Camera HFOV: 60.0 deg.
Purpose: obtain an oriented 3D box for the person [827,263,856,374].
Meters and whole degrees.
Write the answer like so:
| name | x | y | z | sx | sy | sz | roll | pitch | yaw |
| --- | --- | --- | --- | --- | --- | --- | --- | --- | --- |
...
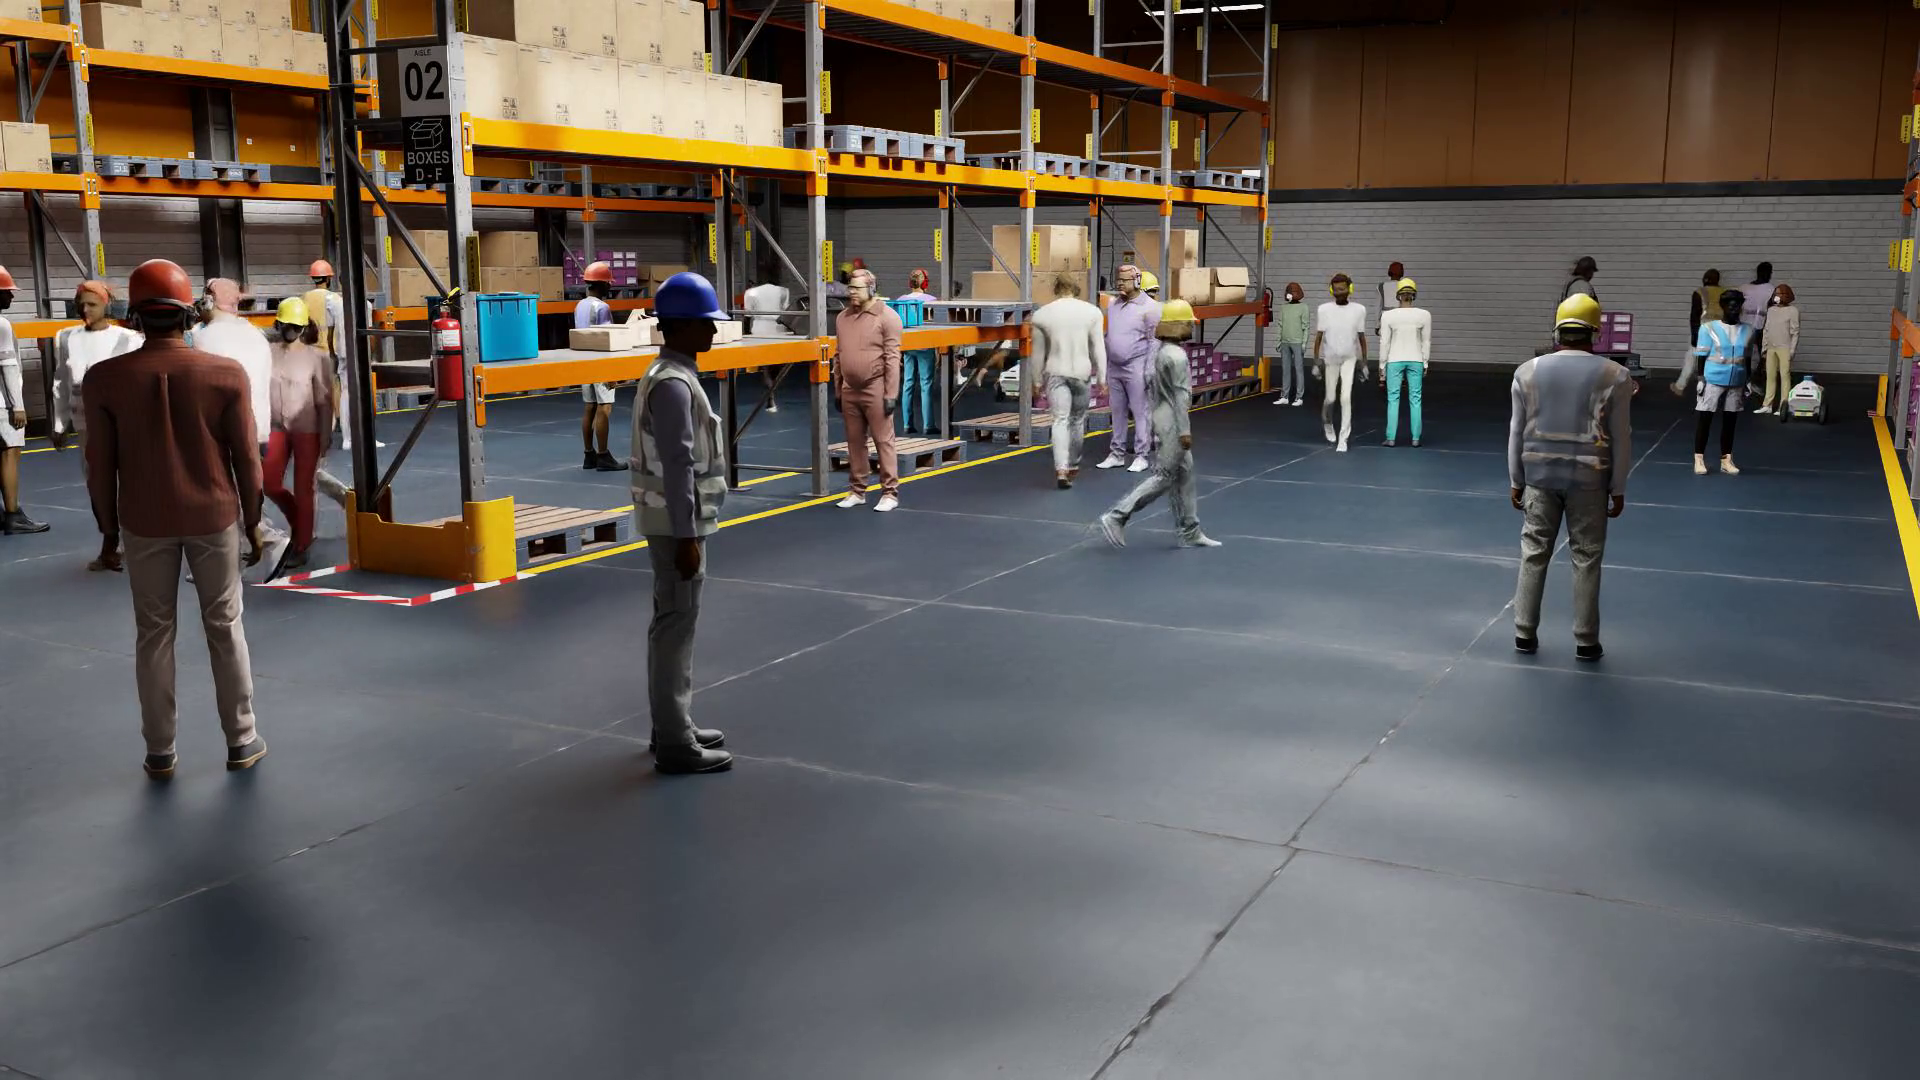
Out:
| name | x | y | z | sx | sy | sz | roll | pitch | yaw |
| --- | --- | --- | --- | --- | --- | --- | --- | --- | --- |
| person | -1.949 | -3.659 | 27.594 | 0.643 | 1.853 | 1.008 | -2 | 10 | -12 |

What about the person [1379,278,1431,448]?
| name | x | y | z | sx | sy | sz | roll | pitch | yaw |
| --- | --- | --- | --- | --- | --- | --- | --- | --- | --- |
| person | 4.623 | -1.834 | 17.310 | 0.522 | 1.761 | 0.322 | 1 | 10 | 5 |

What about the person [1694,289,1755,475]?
| name | x | y | z | sx | sy | sz | roll | pitch | yaw |
| --- | --- | --- | --- | --- | --- | --- | --- | --- | --- |
| person | 6.971 | -1.433 | 15.181 | 0.533 | 1.692 | 0.319 | 0 | 10 | -1 |

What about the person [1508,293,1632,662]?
| name | x | y | z | sx | sy | sz | roll | pitch | yaw |
| --- | --- | --- | --- | --- | --- | --- | --- | --- | --- |
| person | 3.038 | -0.310 | 8.314 | 0.591 | 1.823 | 0.405 | 7 | 12 | 33 |

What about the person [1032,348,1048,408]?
| name | x | y | z | sx | sy | sz | roll | pitch | yaw |
| --- | --- | --- | --- | --- | --- | --- | --- | --- | --- |
| person | 1.128 | -2.602 | 21.244 | 0.371 | 1.933 | 0.553 | 8 | 13 | 40 |

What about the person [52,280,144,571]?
| name | x | y | z | sx | sy | sz | roll | pitch | yaw |
| --- | --- | --- | --- | --- | --- | --- | --- | --- | --- |
| person | -5.550 | -0.766 | 10.865 | 0.581 | 1.857 | 0.810 | 1 | 10 | 5 |

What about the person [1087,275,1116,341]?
| name | x | y | z | sx | sy | sz | roll | pitch | yaw |
| --- | --- | --- | --- | --- | --- | --- | --- | --- | --- |
| person | 2.206 | -3.321 | 26.135 | 0.539 | 1.679 | 0.630 | 2 | 10 | 10 |

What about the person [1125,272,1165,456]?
| name | x | y | z | sx | sy | sz | roll | pitch | yaw |
| --- | --- | --- | --- | --- | --- | --- | --- | --- | --- |
| person | 1.855 | -1.751 | 16.608 | 0.404 | 1.835 | 0.587 | 9 | 13 | 42 |

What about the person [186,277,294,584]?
| name | x | y | z | sx | sy | sz | roll | pitch | yaw |
| --- | --- | --- | --- | --- | --- | --- | --- | --- | --- |
| person | -4.386 | -0.643 | 10.076 | 0.676 | 1.879 | 0.658 | 2 | 10 | 11 |

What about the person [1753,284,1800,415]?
| name | x | y | z | sx | sy | sz | roll | pitch | yaw |
| --- | --- | --- | --- | --- | --- | --- | --- | --- | --- |
| person | 10.242 | -2.375 | 20.800 | 0.285 | 1.634 | 0.499 | -4 | 10 | -21 |

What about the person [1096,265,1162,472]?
| name | x | y | z | sx | sy | sz | roll | pitch | yaw |
| --- | --- | --- | --- | --- | --- | --- | --- | --- | --- |
| person | 1.554 | -1.587 | 15.444 | 0.406 | 1.911 | 0.639 | -9 | 13 | -43 |

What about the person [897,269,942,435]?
| name | x | y | z | sx | sy | sz | roll | pitch | yaw |
| --- | --- | --- | --- | --- | --- | --- | --- | --- | --- |
| person | -0.464 | -2.089 | 18.542 | 0.565 | 1.842 | 0.390 | 5 | 11 | 27 |

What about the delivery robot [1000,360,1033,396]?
| name | x | y | z | sx | sy | sz | roll | pitch | yaw |
| --- | --- | --- | --- | --- | --- | --- | --- | --- | --- |
| delivery robot | 0.831 | -2.209 | 22.688 | 0.477 | 0.478 | 0.707 | 5 | 11 | 26 |

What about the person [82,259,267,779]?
| name | x | y | z | sx | sy | sz | roll | pitch | yaw |
| --- | --- | --- | --- | --- | --- | --- | --- | --- | --- |
| person | -3.010 | -0.074 | 6.427 | 0.613 | 1.997 | 0.374 | -4 | 10 | -20 |

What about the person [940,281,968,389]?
| name | x | y | z | sx | sy | sz | roll | pitch | yaw |
| --- | --- | --- | --- | --- | --- | --- | --- | --- | --- |
| person | -0.051 | -3.054 | 24.825 | 0.534 | 1.597 | 0.803 | 7 | 12 | 36 |

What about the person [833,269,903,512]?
| name | x | y | z | sx | sy | sz | roll | pitch | yaw |
| --- | --- | --- | --- | --- | --- | --- | --- | --- | --- |
| person | -0.750 | -1.171 | 13.081 | 0.637 | 1.899 | 0.395 | 7 | 12 | 35 |

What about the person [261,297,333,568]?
| name | x | y | z | sx | sy | sz | roll | pitch | yaw |
| --- | --- | --- | --- | --- | --- | --- | --- | --- | --- |
| person | -4.297 | -0.697 | 10.742 | 0.556 | 1.742 | 0.456 | 0 | 10 | 3 |

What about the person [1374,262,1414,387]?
| name | x | y | z | sx | sy | sz | roll | pitch | yaw |
| --- | --- | --- | --- | --- | --- | --- | --- | --- | --- |
| person | 6.564 | -3.253 | 25.161 | 0.584 | 1.882 | 0.347 | 5 | 11 | 29 |

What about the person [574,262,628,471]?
| name | x | y | z | sx | sy | sz | roll | pitch | yaw |
| --- | --- | --- | --- | --- | --- | --- | --- | --- | --- |
| person | -3.344 | -1.607 | 15.473 | 0.358 | 1.936 | 0.552 | -8 | 13 | -40 |

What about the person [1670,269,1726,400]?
| name | x | y | z | sx | sy | sz | roll | pitch | yaw |
| --- | --- | --- | --- | --- | --- | --- | --- | --- | --- |
| person | 10.376 | -2.861 | 23.172 | 0.647 | 1.786 | 0.977 | -2 | 10 | -12 |

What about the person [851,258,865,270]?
| name | x | y | z | sx | sy | sz | roll | pitch | yaw |
| --- | --- | --- | --- | --- | --- | --- | --- | --- | --- |
| person | -1.810 | -3.950 | 29.095 | 0.650 | 1.925 | 1.085 | 5 | 11 | 25 |

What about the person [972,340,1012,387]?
| name | x | y | z | sx | sy | sz | roll | pitch | yaw |
| --- | --- | --- | --- | --- | --- | --- | --- | --- | --- |
| person | 0.512 | -3.167 | 24.336 | 0.745 | 2.008 | 0.706 | -4 | 11 | -24 |

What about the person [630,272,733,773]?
| name | x | y | z | sx | sy | sz | roll | pitch | yaw |
| --- | --- | --- | --- | --- | --- | --- | --- | --- | --- |
| person | -1.086 | -0.070 | 6.546 | 0.405 | 1.946 | 0.610 | -2 | 10 | -11 |

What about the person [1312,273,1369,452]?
| name | x | y | z | sx | sy | sz | roll | pitch | yaw |
| --- | --- | --- | --- | --- | --- | --- | --- | --- | --- |
| person | 3.937 | -1.844 | 17.195 | 0.577 | 1.832 | 0.809 | 2 | 10 | 14 |

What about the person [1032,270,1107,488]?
| name | x | y | z | sx | sy | sz | roll | pitch | yaw |
| --- | --- | --- | --- | --- | --- | --- | --- | --- | --- |
| person | 0.945 | -1.413 | 14.529 | 0.646 | 1.887 | 1.031 | 0 | 10 | 2 |

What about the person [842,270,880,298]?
| name | x | y | z | sx | sy | sz | roll | pitch | yaw |
| --- | --- | --- | --- | --- | --- | --- | --- | --- | --- |
| person | -1.287 | -2.615 | 21.724 | 0.642 | 1.816 | 0.830 | 6 | 12 | 32 |

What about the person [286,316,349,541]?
| name | x | y | z | sx | sy | sz | roll | pitch | yaw |
| --- | --- | --- | --- | --- | --- | --- | --- | --- | --- |
| person | -4.526 | -0.796 | 11.747 | 0.528 | 1.613 | 0.646 | 8 | 13 | 38 |

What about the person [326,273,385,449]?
| name | x | y | z | sx | sy | sz | roll | pitch | yaw |
| --- | --- | --- | --- | --- | --- | --- | --- | --- | --- |
| person | -6.252 | -1.858 | 17.146 | 0.513 | 1.865 | 0.329 | 1 | 10 | 6 |

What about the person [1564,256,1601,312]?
| name | x | y | z | sx | sy | sz | roll | pitch | yaw |
| --- | --- | --- | --- | --- | --- | --- | --- | --- | --- |
| person | 9.061 | -3.229 | 24.571 | 0.987 | 2.000 | 0.683 | 2 | 10 | 11 |

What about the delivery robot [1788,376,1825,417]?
| name | x | y | z | sx | sy | sz | roll | pitch | yaw |
| --- | --- | --- | --- | --- | --- | --- | --- | --- | --- |
| delivery robot | 10.094 | -1.714 | 19.825 | 0.477 | 0.478 | 0.707 | 6 | 11 | 30 |

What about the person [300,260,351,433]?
| name | x | y | z | sx | sy | sz | roll | pitch | yaw |
| --- | --- | --- | --- | --- | --- | --- | --- | --- | --- |
| person | -7.148 | -2.177 | 18.765 | 0.545 | 1.942 | 0.353 | 2 | 10 | 14 |

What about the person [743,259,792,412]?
| name | x | y | z | sx | sy | sz | roll | pitch | yaw |
| --- | --- | --- | --- | --- | --- | --- | --- | --- | --- |
| person | -2.495 | -2.632 | 21.417 | 0.618 | 1.921 | 0.977 | -3 | 10 | -18 |

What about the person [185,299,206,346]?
| name | x | y | z | sx | sy | sz | roll | pitch | yaw |
| --- | --- | --- | --- | --- | --- | --- | --- | --- | --- |
| person | -7.113 | -1.494 | 15.797 | 0.521 | 1.605 | 0.788 | 1 | 10 | 4 |

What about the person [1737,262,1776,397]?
| name | x | y | z | sx | sy | sz | roll | pitch | yaw |
| --- | --- | --- | --- | --- | --- | --- | --- | --- | --- |
| person | 11.200 | -2.951 | 23.405 | 0.575 | 1.896 | 0.616 | -9 | 13 | -41 |

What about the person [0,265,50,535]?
| name | x | y | z | sx | sy | sz | roll | pitch | yaw |
| --- | --- | --- | --- | --- | --- | --- | --- | --- | --- |
| person | -6.896 | -1.004 | 11.987 | 0.552 | 1.937 | 0.356 | 7 | 12 | 35 |

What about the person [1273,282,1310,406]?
| name | x | y | z | sx | sy | sz | roll | pitch | yaw |
| --- | --- | --- | --- | --- | --- | --- | --- | --- | --- |
| person | 4.413 | -2.599 | 22.098 | 0.279 | 1.633 | 0.501 | -9 | 13 | -42 |

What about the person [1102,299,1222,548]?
| name | x | y | z | sx | sy | sz | roll | pitch | yaw |
| --- | --- | --- | --- | --- | --- | --- | --- | --- | --- |
| person | 1.386 | -0.779 | 11.322 | 0.785 | 1.718 | 0.488 | 0 | 10 | -1 |
